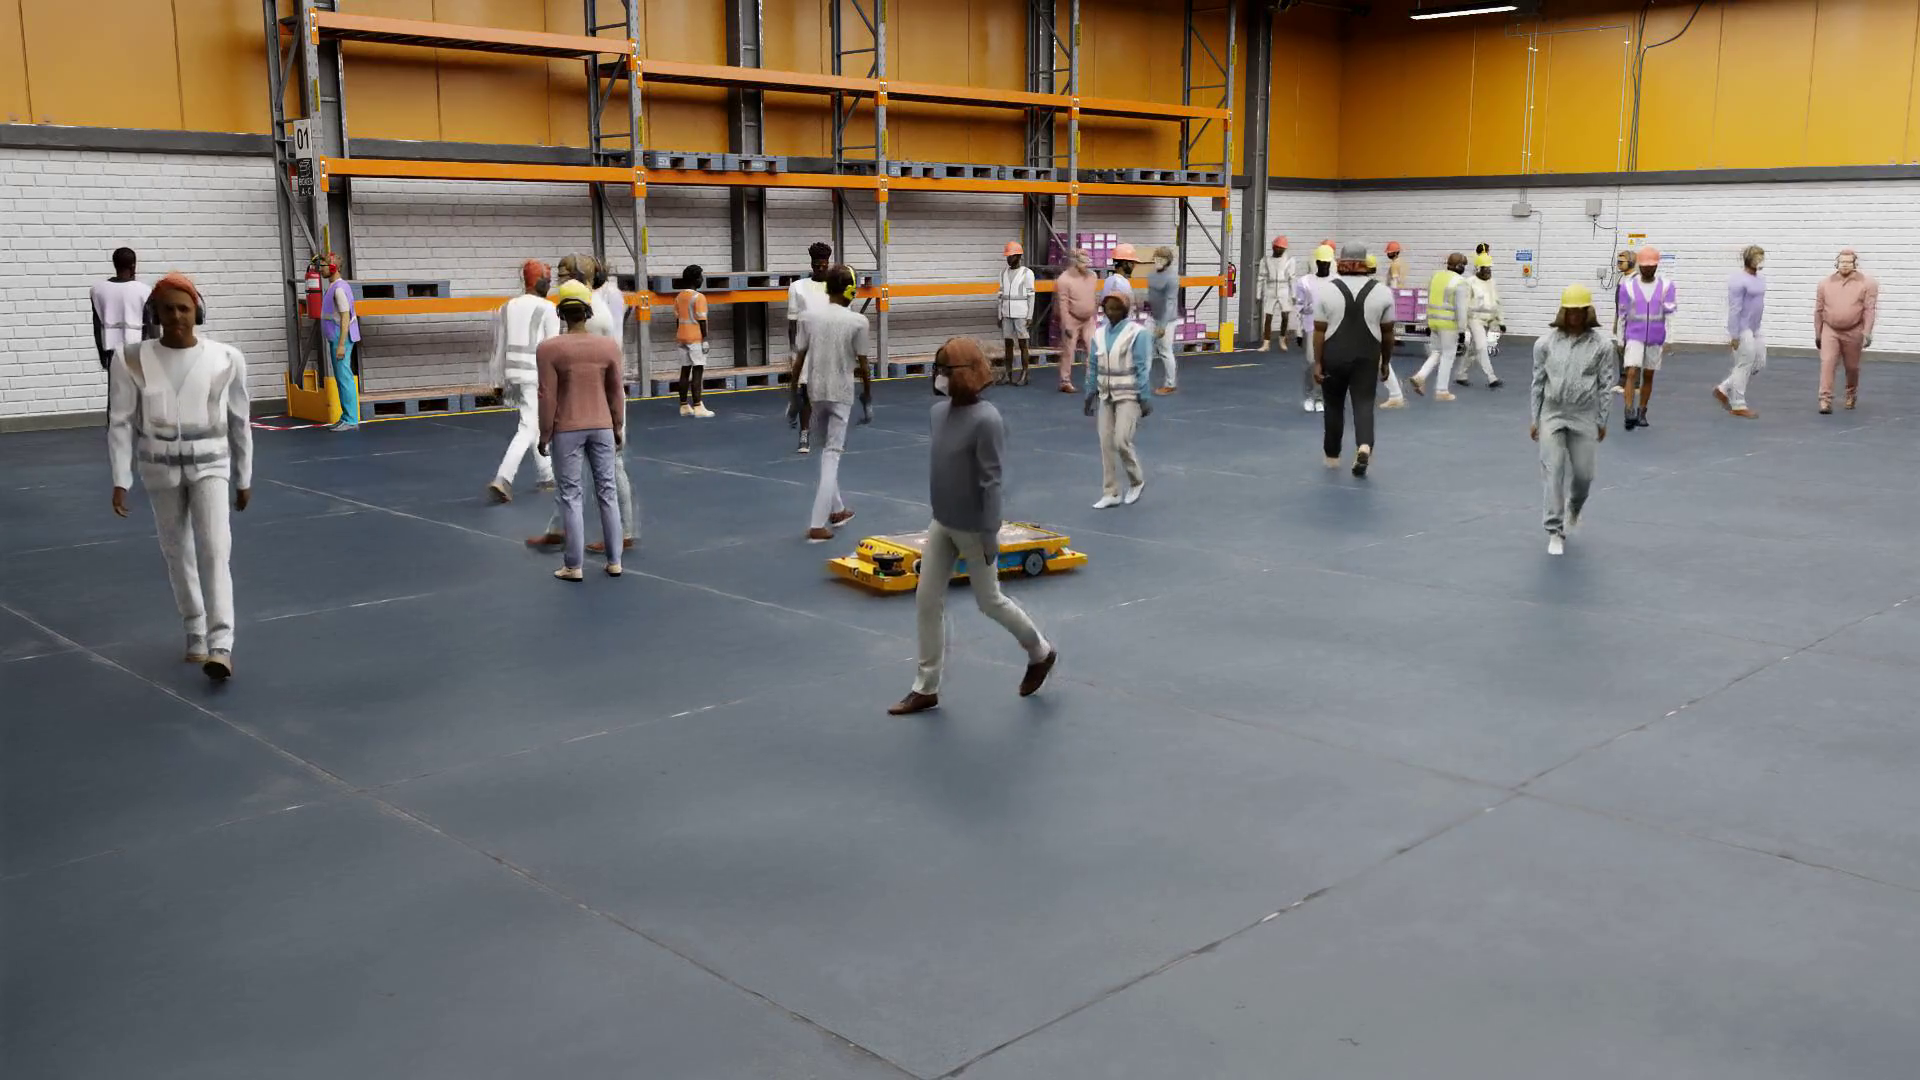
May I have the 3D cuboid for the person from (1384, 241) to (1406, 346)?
[{"bbox_3d":[7.922,-4.492,30.398,0.595,1.907,0.665,5,11,25],"label":"person"}]

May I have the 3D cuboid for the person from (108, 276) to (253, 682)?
[{"bbox_3d":[-3.549,-0.275,7.608,0.584,1.827,0.986,-4,11,-19],"label":"person"}]

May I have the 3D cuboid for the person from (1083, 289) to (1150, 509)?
[{"bbox_3d":[1.168,-1.034,12.268,0.353,1.627,0.529,-9,14,-40],"label":"person"}]

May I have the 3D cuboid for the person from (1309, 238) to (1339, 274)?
[{"bbox_3d":[6.291,-4.235,28.842,0.648,1.957,0.614,10,14,42],"label":"person"}]

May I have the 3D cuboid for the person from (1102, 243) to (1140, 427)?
[{"bbox_3d":[1.702,-2.147,17.543,0.377,1.932,0.552,-3,11,-16],"label":"person"}]

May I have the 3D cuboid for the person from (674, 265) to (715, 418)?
[{"bbox_3d":[-2.976,-2.216,18.564,0.320,1.695,0.531,-9,14,-41],"label":"person"}]

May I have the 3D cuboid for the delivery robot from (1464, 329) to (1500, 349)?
[{"bbox_3d":[8.658,-3.397,27.868,0.707,0.478,0.477,6,12,30],"label":"delivery robot"}]

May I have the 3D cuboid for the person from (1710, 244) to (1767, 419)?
[{"bbox_3d":[8.658,-2.300,18.406,0.644,1.919,0.513,-8,13,-39],"label":"person"}]

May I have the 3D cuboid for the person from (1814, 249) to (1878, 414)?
[{"bbox_3d":[10.148,-2.396,19.088,0.653,1.875,0.929,7,13,34],"label":"person"}]

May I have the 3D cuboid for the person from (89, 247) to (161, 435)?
[{"bbox_3d":[-7.694,-1.738,15.377,0.594,1.912,0.393,-1,10,-3],"label":"person"}]

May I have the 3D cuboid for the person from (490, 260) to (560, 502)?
[{"bbox_3d":[-3.370,-1.224,12.808,0.629,1.838,0.965,6,12,30],"label":"person"}]

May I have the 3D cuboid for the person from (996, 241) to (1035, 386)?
[{"bbox_3d":[0.728,-3.031,22.353,0.550,1.935,0.375,7,13,35],"label":"person"}]

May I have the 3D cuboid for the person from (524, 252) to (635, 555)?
[{"bbox_3d":[-2.448,-0.836,10.441,0.820,1.907,0.641,-3,11,-18],"label":"person"}]

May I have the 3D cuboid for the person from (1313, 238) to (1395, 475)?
[{"bbox_3d":[3.345,-1.583,14.177,0.689,2.000,0.933,1,10,6],"label":"person"}]

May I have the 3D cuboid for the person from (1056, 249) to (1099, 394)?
[{"bbox_3d":[1.564,-2.745,21.074,0.713,1.833,0.972,-6,12,-29],"label":"person"}]

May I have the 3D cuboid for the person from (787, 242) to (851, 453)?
[{"bbox_3d":[-1.307,-1.790,15.527,0.603,1.959,0.372,-2,11,-10],"label":"person"}]

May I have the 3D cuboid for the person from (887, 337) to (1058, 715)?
[{"bbox_3d":[0.068,-0.067,7.104,0.765,1.608,0.505,-7,13,-34],"label":"person"}]

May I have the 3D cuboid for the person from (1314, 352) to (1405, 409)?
[{"bbox_3d":[4.678,-2.359,19.282,1.123,1.744,0.640,1,10,6],"label":"person"}]

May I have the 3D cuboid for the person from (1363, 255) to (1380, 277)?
[{"bbox_3d":[6.134,-3.483,25.415,0.435,1.720,0.605,1,10,5],"label":"person"}]

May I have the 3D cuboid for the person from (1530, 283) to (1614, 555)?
[{"bbox_3d":[3.910,-0.785,10.684,0.490,1.729,0.550,3,11,16],"label":"person"}]

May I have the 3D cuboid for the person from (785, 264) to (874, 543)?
[{"bbox_3d":[-0.823,-0.930,11.204,0.542,1.824,0.907,4,11,22],"label":"person"}]

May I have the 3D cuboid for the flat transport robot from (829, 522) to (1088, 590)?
[{"bbox_3d":[0.002,0.079,9.944,1.431,0.197,0.652,-7,12,-32],"label":"flat transport robot"}]

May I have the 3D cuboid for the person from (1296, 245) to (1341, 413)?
[{"bbox_3d":[4.149,-2.398,18.978,0.593,1.907,0.578,0,10,1],"label":"person"}]

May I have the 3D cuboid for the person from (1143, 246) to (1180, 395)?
[{"bbox_3d":[2.470,-2.735,20.889,0.798,1.881,0.710,-6,12,-30],"label":"person"}]

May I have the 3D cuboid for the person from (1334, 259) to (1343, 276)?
[{"bbox_3d":[6.816,-4.285,30.122,0.839,1.592,0.520,-2,11,-9],"label":"person"}]

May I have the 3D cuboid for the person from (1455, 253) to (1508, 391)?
[{"bbox_3d":[6.871,-2.859,21.839,0.588,1.782,0.933,-8,13,-37],"label":"person"}]

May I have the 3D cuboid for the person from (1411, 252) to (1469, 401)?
[{"bbox_3d":[5.907,-2.591,20.299,0.518,1.817,0.661,-4,11,-22],"label":"person"}]

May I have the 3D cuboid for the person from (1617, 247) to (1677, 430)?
[{"bbox_3d":[7.160,-2.088,17.348,0.568,1.887,0.978,3,11,15],"label":"person"}]

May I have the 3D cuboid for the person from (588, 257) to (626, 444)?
[{"bbox_3d":[-3.513,-1.770,15.818,0.658,1.807,0.847,7,13,34],"label":"person"}]

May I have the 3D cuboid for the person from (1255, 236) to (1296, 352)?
[{"bbox_3d":[5.490,-4.250,28.831,0.727,2.011,0.564,3,11,14],"label":"person"}]

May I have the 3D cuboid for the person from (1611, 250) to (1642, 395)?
[{"bbox_3d":[8.519,-2.773,21.238,0.349,1.837,0.504,-1,10,-6],"label":"person"}]

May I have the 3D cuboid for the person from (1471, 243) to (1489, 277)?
[{"bbox_3d":[9.482,-4.460,30.330,0.327,1.874,0.518,-1,10,-8],"label":"person"}]

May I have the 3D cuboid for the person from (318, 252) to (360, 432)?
[{"bbox_3d":[-6.402,-2.039,17.192,0.375,1.843,0.574,-5,12,-26],"label":"person"}]

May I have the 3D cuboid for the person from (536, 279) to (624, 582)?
[{"bbox_3d":[-2.232,-0.639,9.784,0.533,1.765,0.321,-7,12,-33],"label":"person"}]
